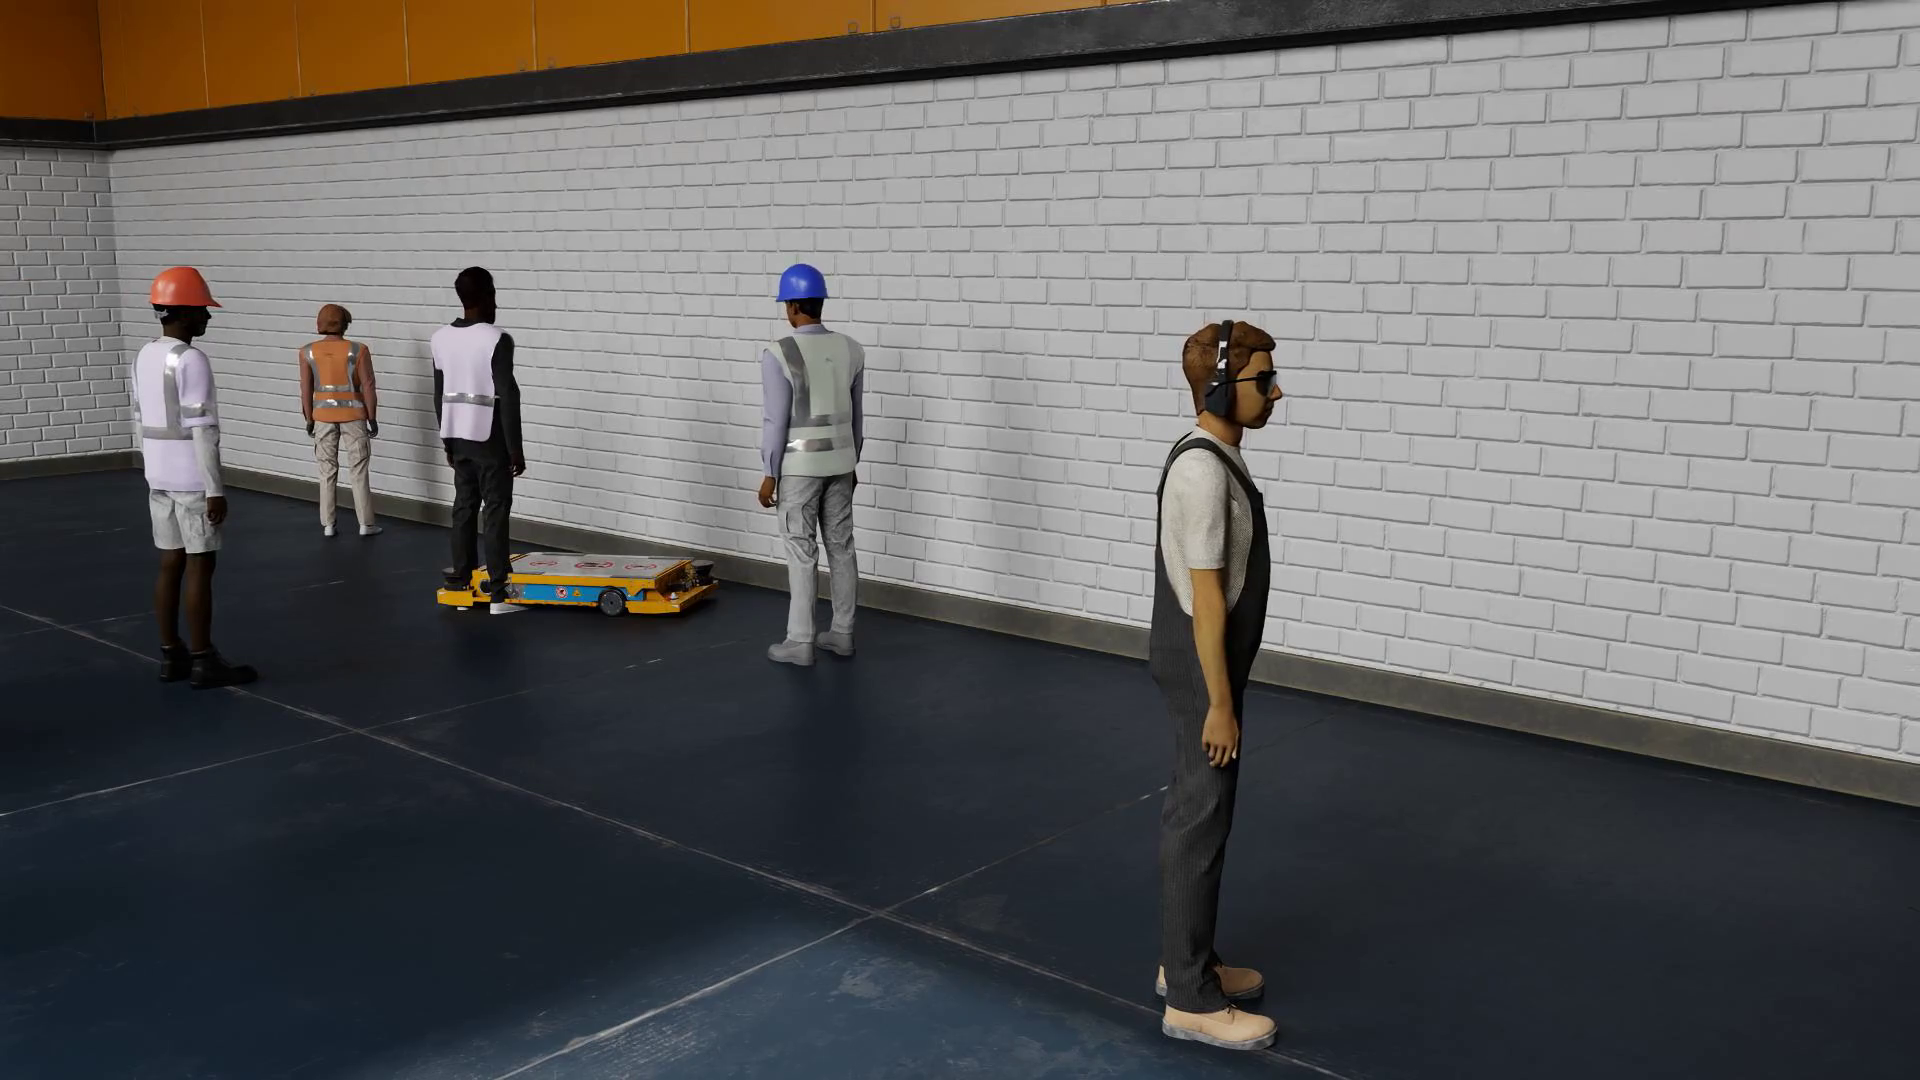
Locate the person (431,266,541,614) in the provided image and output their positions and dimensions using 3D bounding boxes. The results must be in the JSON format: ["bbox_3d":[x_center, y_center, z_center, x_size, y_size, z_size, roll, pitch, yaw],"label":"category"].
[{"bbox_3d":[-2.662,-0.544,9.228,0.587,1.919,0.392,6,11,29],"label":"person"}]

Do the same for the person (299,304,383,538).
[{"bbox_3d":[-4.328,-0.826,11.624,0.514,1.640,0.310,-1,10,-4],"label":"person"}]

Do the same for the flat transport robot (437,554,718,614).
[{"bbox_3d":[-2.166,0.234,9.484,1.431,0.197,0.652,2,10,11],"label":"flat transport robot"}]

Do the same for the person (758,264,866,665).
[{"bbox_3d":[-0.725,-0.363,8.115,0.602,1.947,0.391,-10,14,-44],"label":"person"}]

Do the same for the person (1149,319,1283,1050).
[{"bbox_3d":[0.657,0.363,4.271,0.345,1.846,0.506,1,10,6],"label":"person"}]

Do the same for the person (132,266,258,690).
[{"bbox_3d":[-3.551,-0.283,7.685,0.548,1.936,0.378,8,12,37],"label":"person"}]
